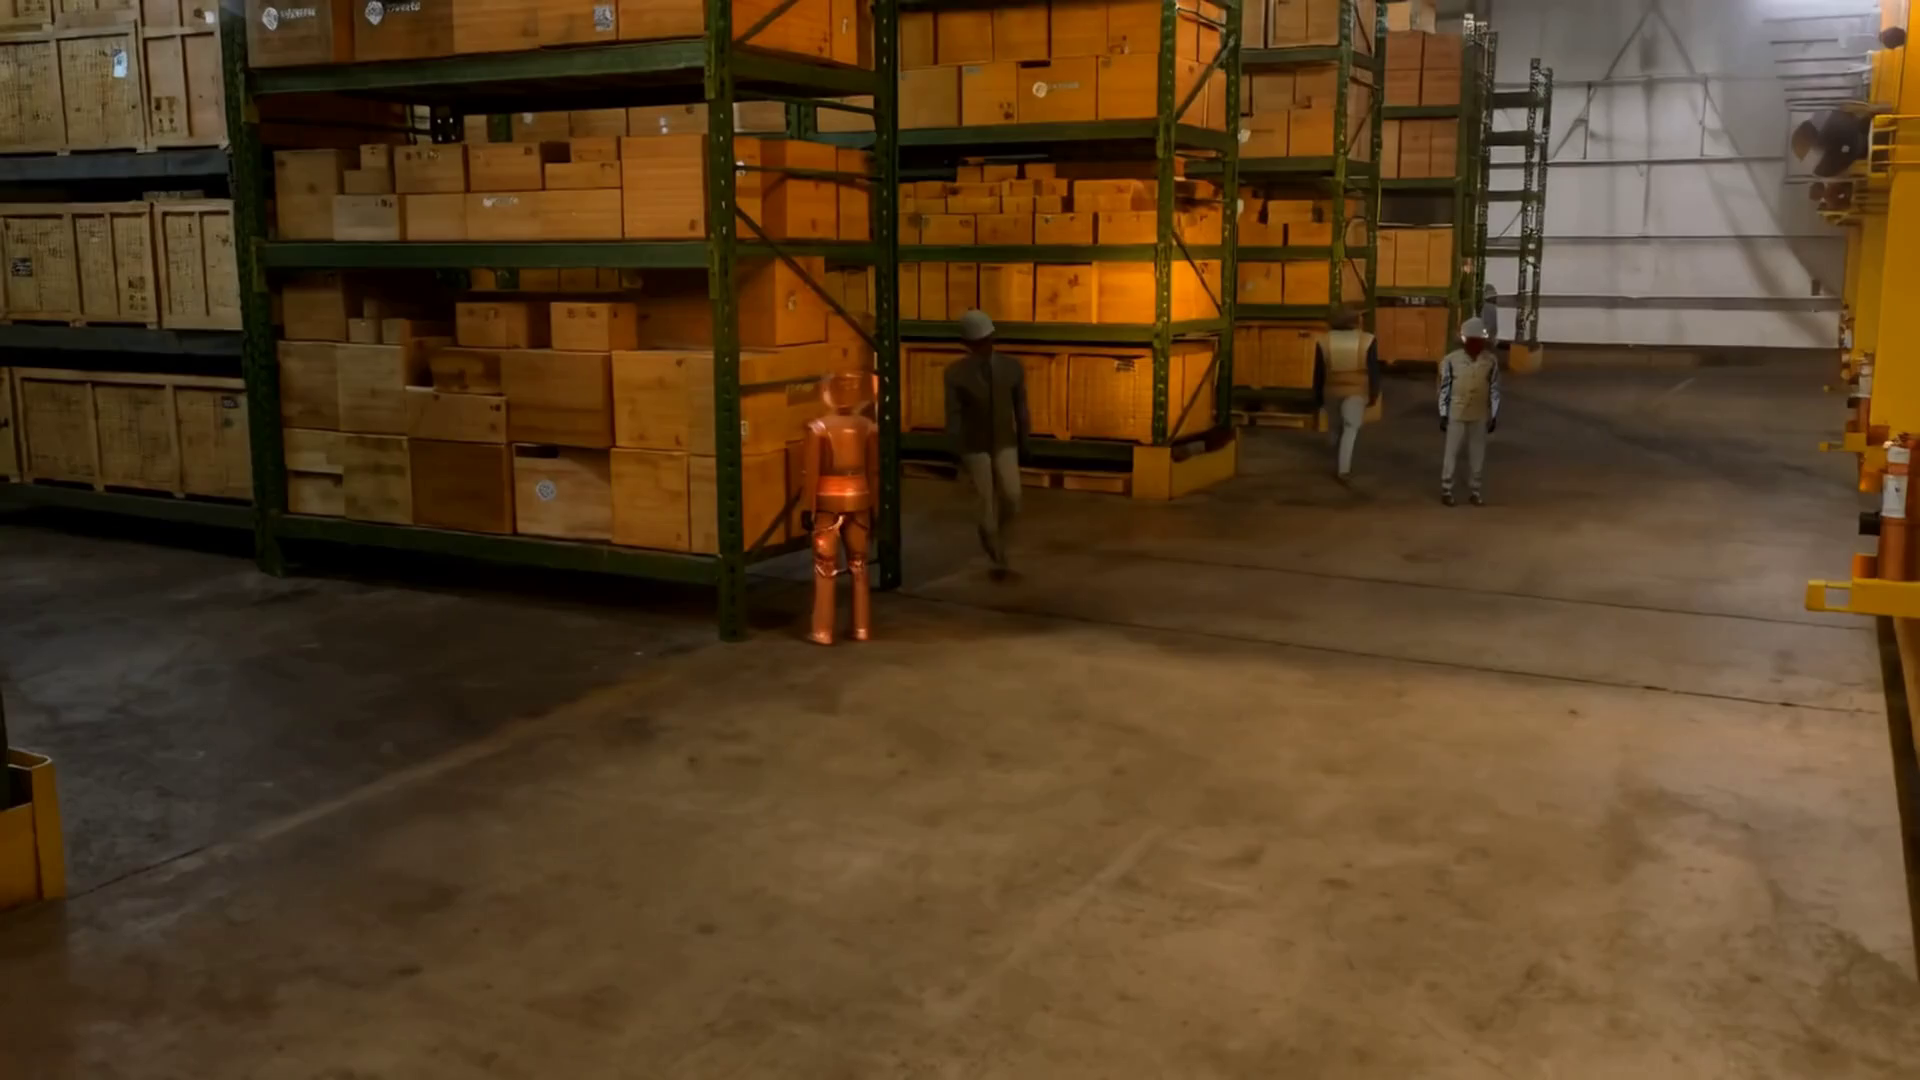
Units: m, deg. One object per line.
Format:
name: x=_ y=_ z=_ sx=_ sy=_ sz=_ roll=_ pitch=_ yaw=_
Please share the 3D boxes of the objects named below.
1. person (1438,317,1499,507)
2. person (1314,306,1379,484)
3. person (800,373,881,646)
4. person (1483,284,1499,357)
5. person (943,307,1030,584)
person: x=4.677 y=-1.165 z=15.272 sx=0.566 sy=1.744 sz=0.350 roll=-1 pitch=10 yaw=-5
person: x=3.945 y=-1.486 z=16.999 sx=0.618 sy=1.796 sz=0.967 roll=4 pitch=11 yaw=24
person: x=-0.701 y=-0.180 z=9.911 sx=0.525 sy=1.632 sz=0.312 roll=-6 pitch=11 yaw=-30
person: x=10.289 y=-4.110 z=32.355 sx=0.311 sy=1.735 sz=0.484 roll=8 pitch=12 yaw=38
person: x=0.184 y=-0.674 z=11.820 sx=0.636 sy=1.957 sz=0.537 roll=-2 pitch=10 yaw=-13
